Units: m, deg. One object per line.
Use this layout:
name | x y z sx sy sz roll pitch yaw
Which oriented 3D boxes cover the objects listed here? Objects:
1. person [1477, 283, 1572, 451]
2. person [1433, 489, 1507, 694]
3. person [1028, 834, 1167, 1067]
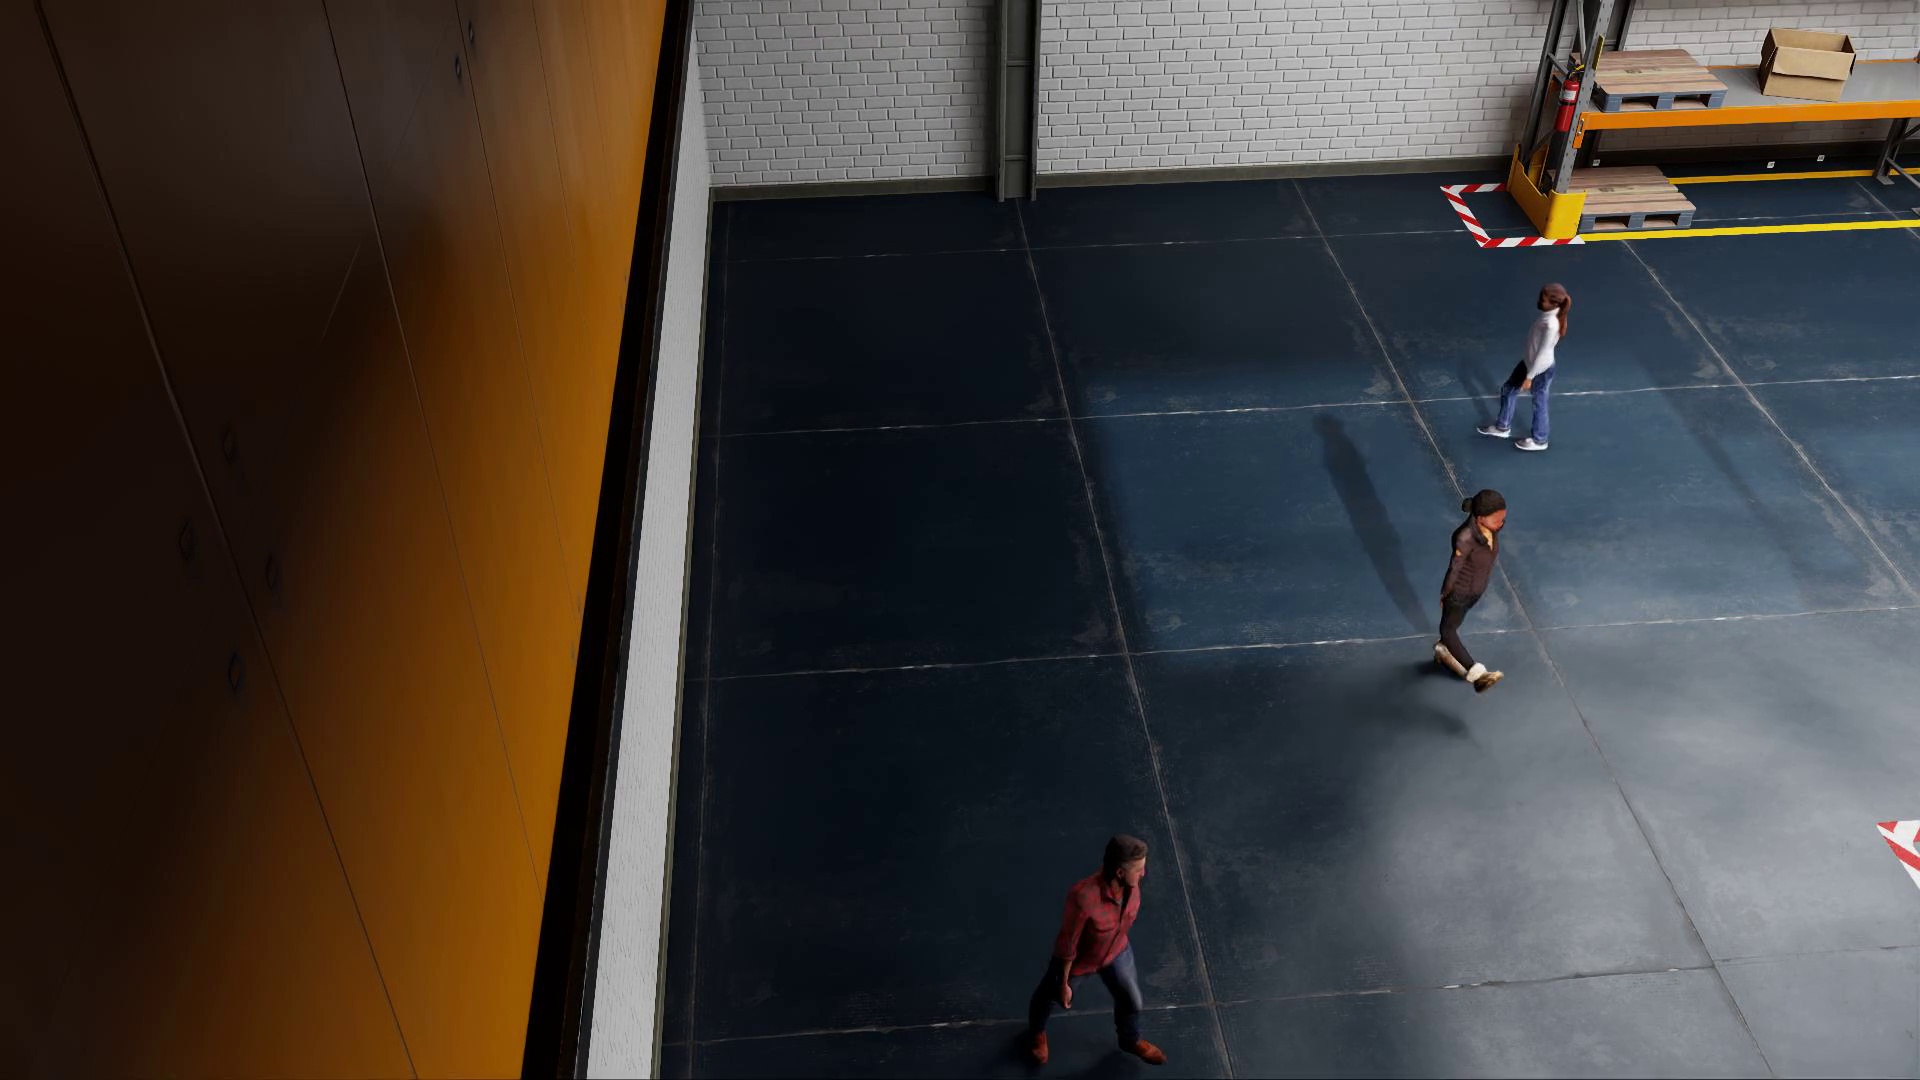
person | 4.770 -1.387 13.480 0.856 1.535 0.658 6 39 7
person | 3.500 0.386 11.169 0.919 1.649 0.913 21 43 24
person | 0.637 2.168 8.827 1.011 1.788 1.057 -18 42 -21
